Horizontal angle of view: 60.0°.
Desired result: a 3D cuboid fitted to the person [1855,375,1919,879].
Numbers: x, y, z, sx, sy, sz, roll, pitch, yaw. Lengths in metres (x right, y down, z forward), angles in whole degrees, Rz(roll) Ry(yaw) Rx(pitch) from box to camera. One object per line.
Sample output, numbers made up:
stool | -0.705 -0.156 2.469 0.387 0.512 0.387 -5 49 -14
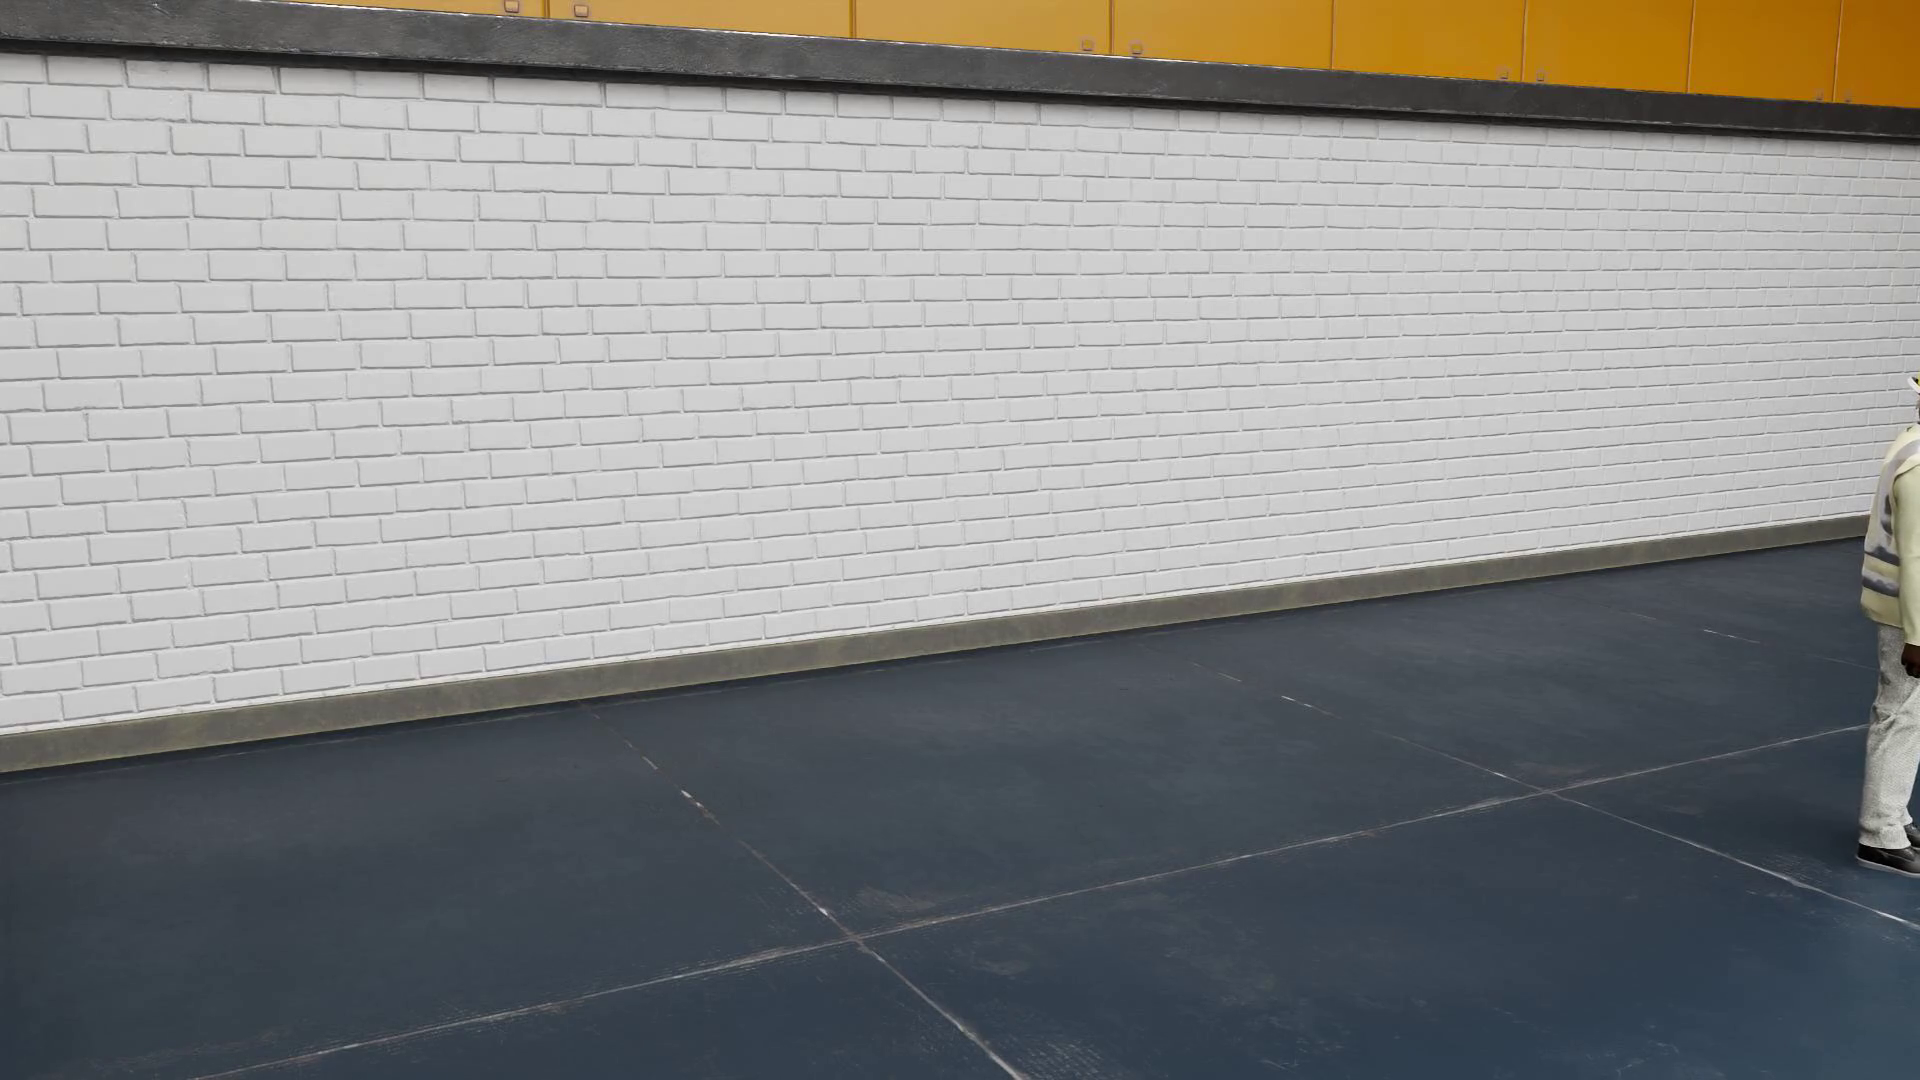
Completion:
person | 3.305 0.241 5.694 0.403 1.824 0.593 6 11 29
